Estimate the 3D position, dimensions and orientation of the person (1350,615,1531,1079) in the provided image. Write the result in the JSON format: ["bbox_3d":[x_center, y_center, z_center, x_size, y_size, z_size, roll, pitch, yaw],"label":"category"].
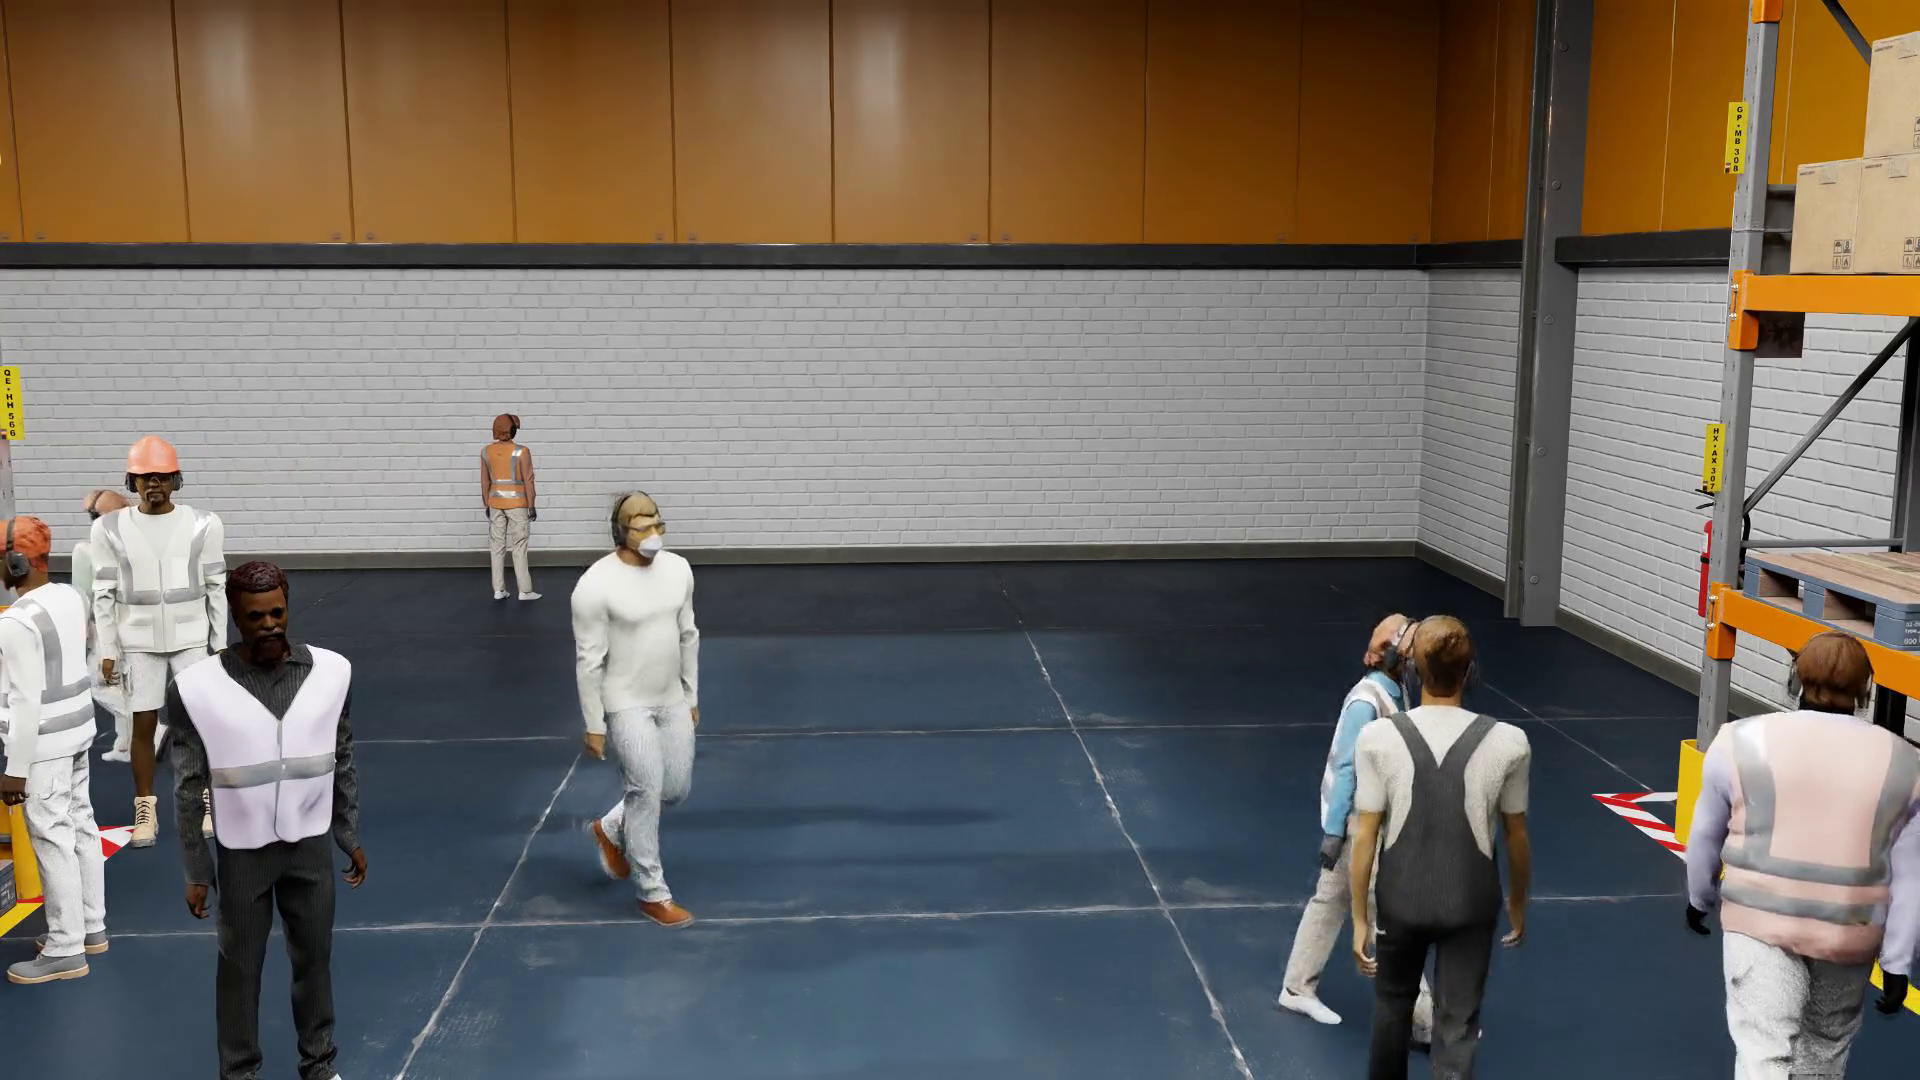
[{"bbox_3d":[1.482,1.117,5.155,0.520,1.809,0.880,3,9,18],"label":"person"}]

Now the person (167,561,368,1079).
[{"bbox_3d":[-2.271,1.011,5.496,0.594,1.919,0.388,-8,12,-41],"label":"person"}]

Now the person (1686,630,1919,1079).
[{"bbox_3d":[2.506,1.164,4.949,0.626,1.800,0.950,3,10,18],"label":"person"}]

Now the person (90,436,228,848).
[{"bbox_3d":[-3.962,0.503,8.293,0.607,2.044,0.378,-5,10,-27],"label":"person"}]

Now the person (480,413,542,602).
[{"bbox_3d":[-3.916,-0.278,14.453,0.513,1.642,0.313,3,10,18],"label":"person"}]

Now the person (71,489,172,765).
[{"bbox_3d":[-4.760,0.520,9.487,0.573,1.624,0.521,3,10,19],"label":"person"}]

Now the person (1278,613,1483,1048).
[{"bbox_3d":[1.567,1.068,6.127,0.839,1.588,0.560,4,10,25],"label":"person"}]

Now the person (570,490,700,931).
[{"bbox_3d":[-1.438,0.722,7.315,0.675,1.918,0.639,7,11,38],"label":"person"}]

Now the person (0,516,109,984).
[{"bbox_3d":[-3.691,0.835,6.710,0.356,1.884,0.574,-1,9,-6],"label":"person"}]
